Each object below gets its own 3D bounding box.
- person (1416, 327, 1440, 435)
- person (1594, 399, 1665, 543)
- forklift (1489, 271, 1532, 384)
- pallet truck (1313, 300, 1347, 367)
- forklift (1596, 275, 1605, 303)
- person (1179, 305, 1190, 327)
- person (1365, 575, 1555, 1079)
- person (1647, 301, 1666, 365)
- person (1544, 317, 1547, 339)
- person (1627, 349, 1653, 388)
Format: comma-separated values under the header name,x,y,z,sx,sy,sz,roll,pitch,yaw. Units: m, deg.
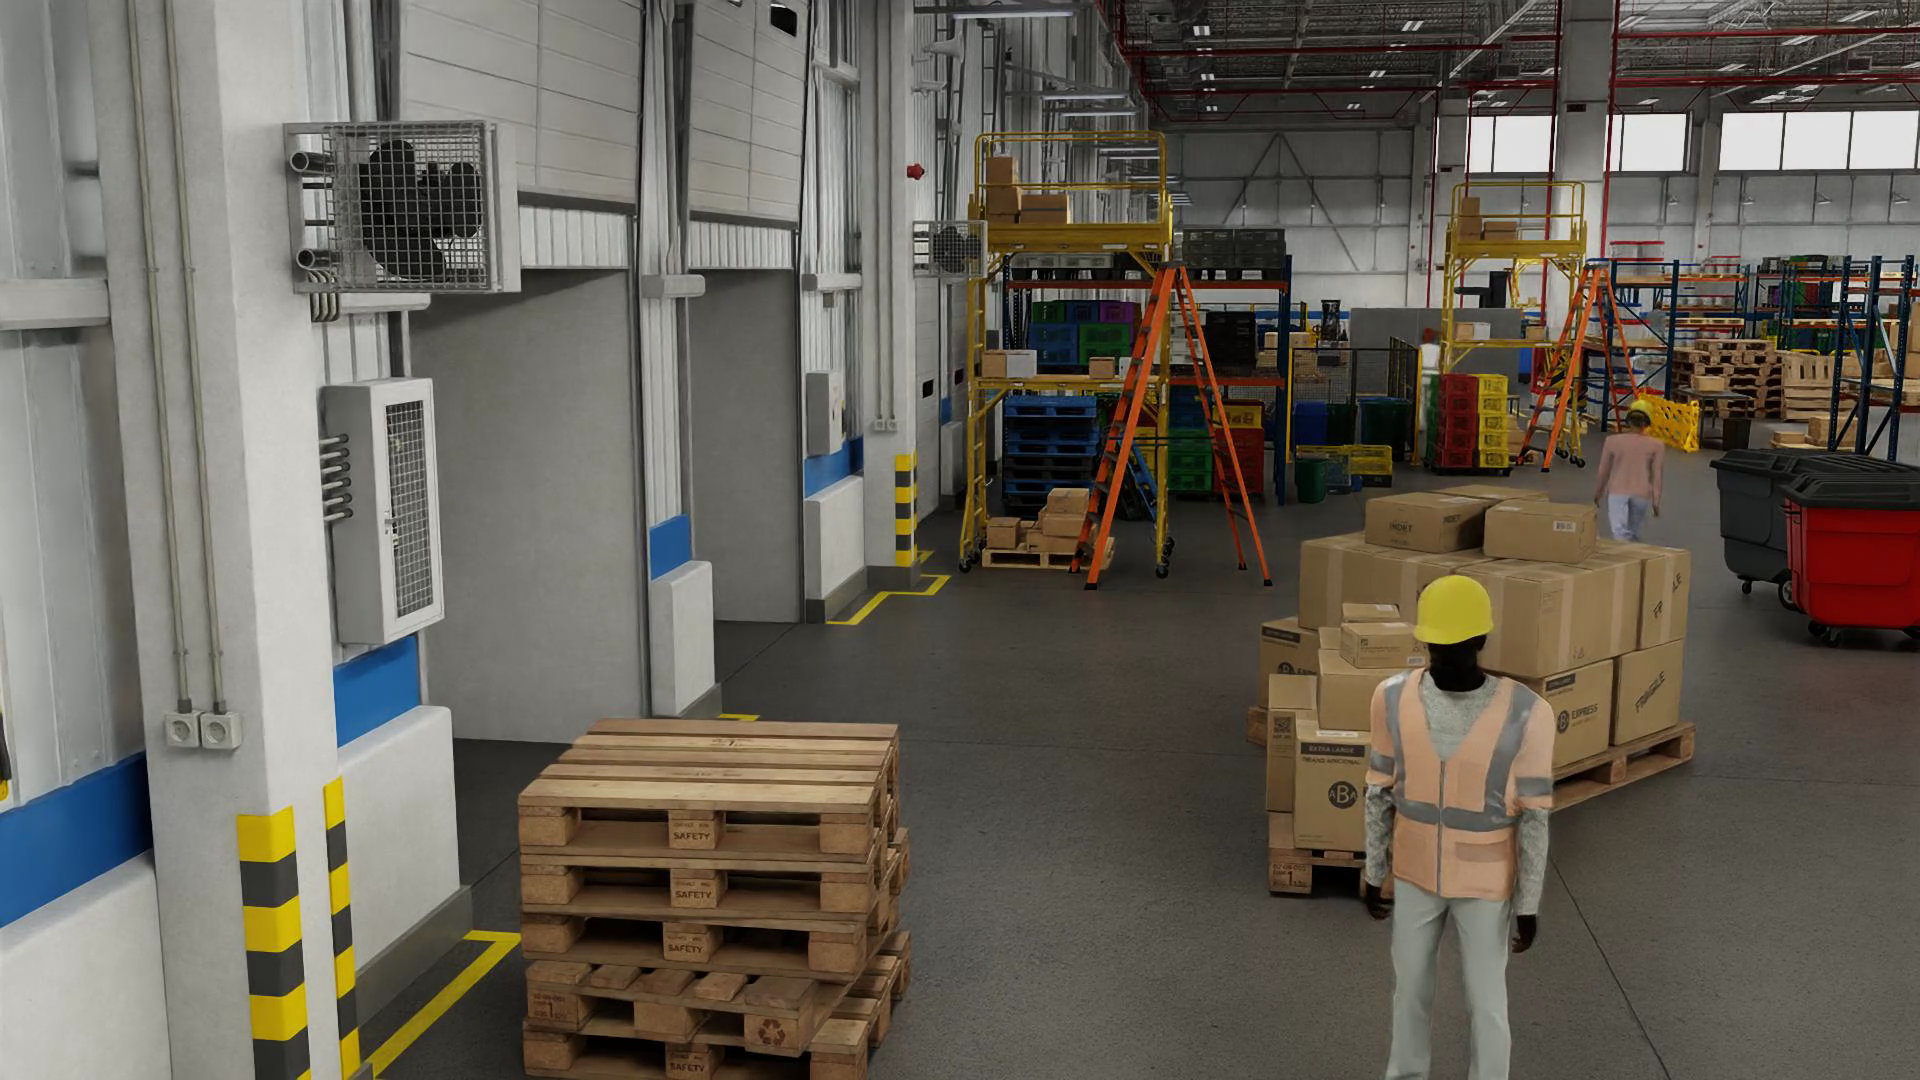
name,x,y,z,sx,sy,sz,roll,pitch,yaw
person,8.044,-2.737,28.737,0.584,1.870,0.416,0,9,0
person,5.929,-0.384,14.714,0.546,1.711,0.867,2,9,11
forklift,13.422,-5.322,41.591,1.873,2.768,1.129,1,9,9
pallet truck,11.159,-6.200,49.718,0.823,1.965,1.885,4,10,26
forklift,16.944,-5.886,45.066,1.129,2.768,1.873,2,9,11
person,5.998,-5.312,44.473,0.387,1.928,0.551,2,9,14
person,1.544,1.051,5.246,0.585,1.920,0.395,6,11,34
person,20.980,-6.236,50.123,0.379,1.940,0.629,-5,10,-27
person,15.804,-5.168,44.534,0.567,1.616,0.525,-7,12,-37
person,14.725,-3.974,36.267,0.775,1.910,0.631,7,11,36
